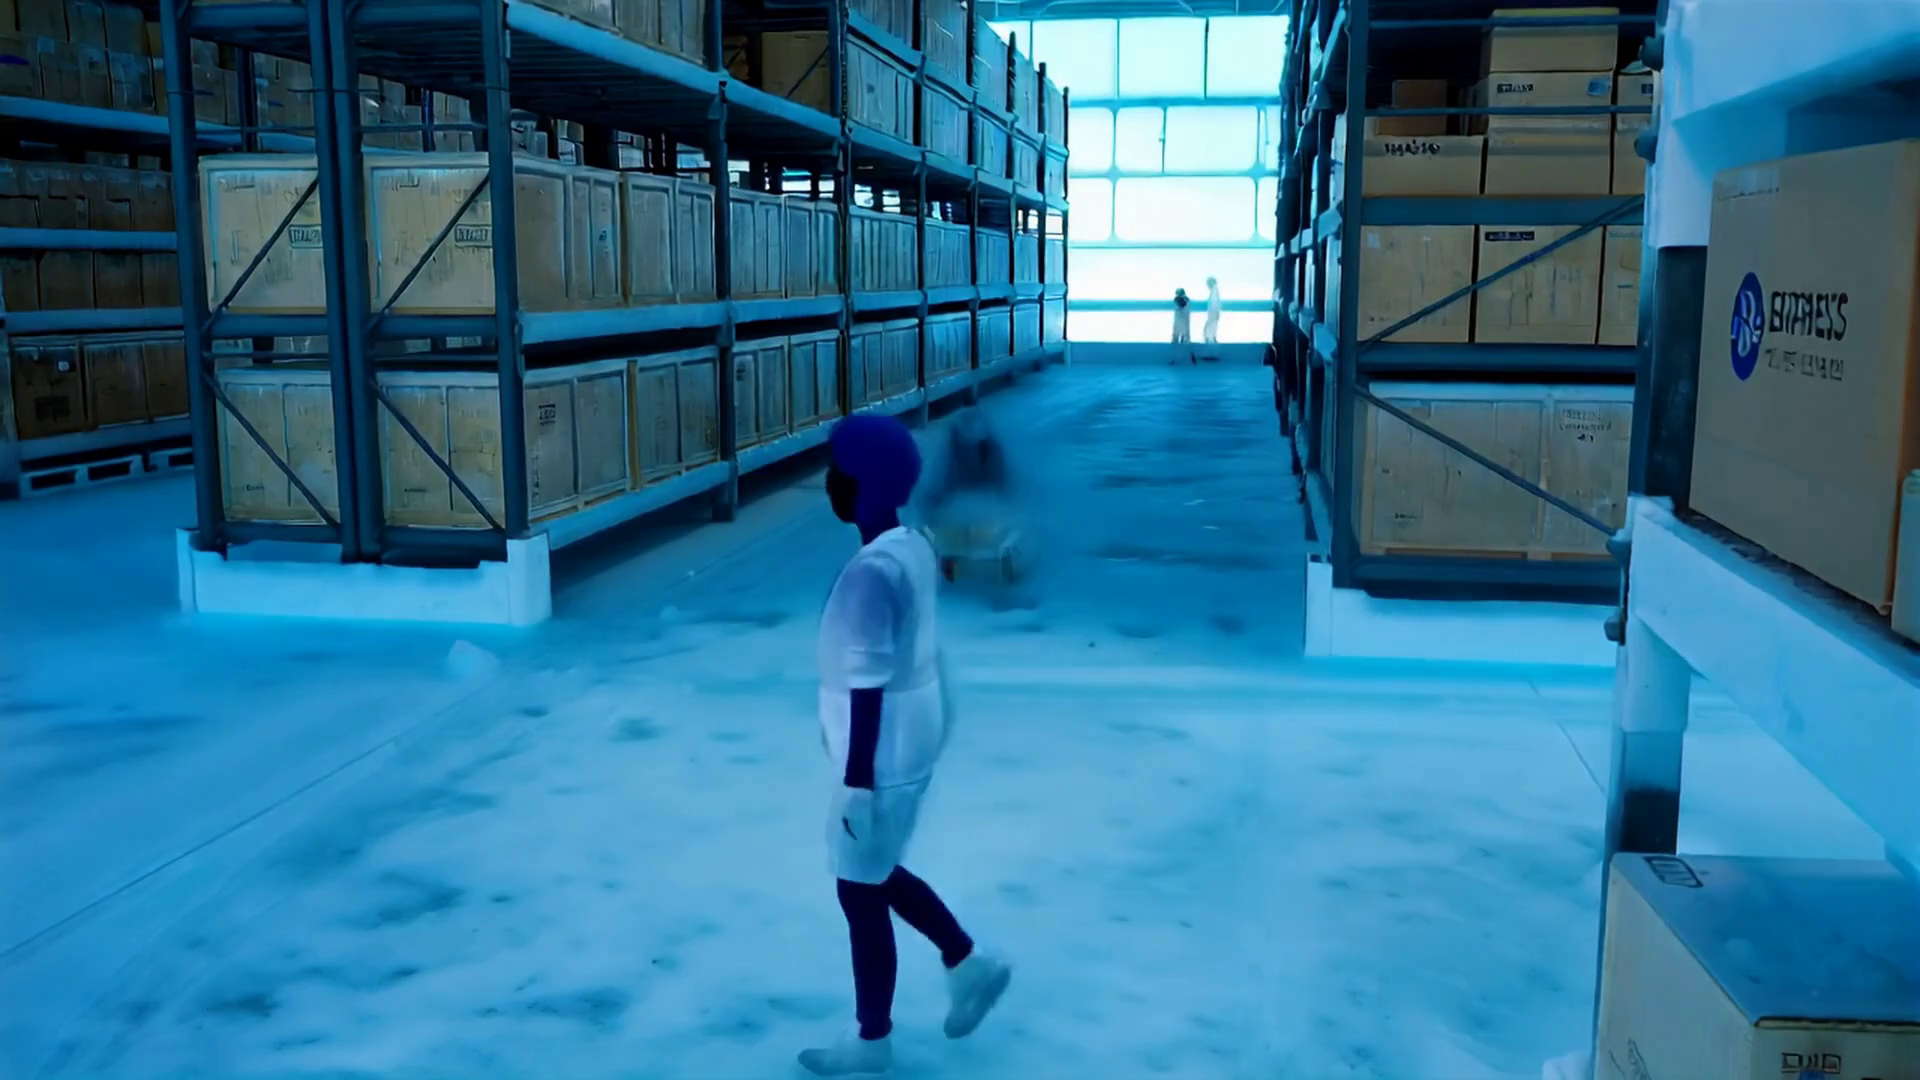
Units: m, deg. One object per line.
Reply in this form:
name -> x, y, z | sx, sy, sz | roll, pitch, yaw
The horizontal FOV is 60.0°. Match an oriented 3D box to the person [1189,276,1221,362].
person -> 5.538, -4.973, 37.503 | 0.787, 1.916, 0.659 | 2, 9, 12

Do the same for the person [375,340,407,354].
person -> -6.093, -1.732, 17.496 | 0.680, 1.883, 0.687 | 0, 9, 1

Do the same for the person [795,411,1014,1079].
person -> -0.163, 0.526, 4.087 | 0.447, 1.686, 0.548 | 1, 9, 9

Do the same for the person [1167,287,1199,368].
person -> 4.743, -4.503, 35.258 | 0.484, 1.707, 0.823 | 9, 13, 43
